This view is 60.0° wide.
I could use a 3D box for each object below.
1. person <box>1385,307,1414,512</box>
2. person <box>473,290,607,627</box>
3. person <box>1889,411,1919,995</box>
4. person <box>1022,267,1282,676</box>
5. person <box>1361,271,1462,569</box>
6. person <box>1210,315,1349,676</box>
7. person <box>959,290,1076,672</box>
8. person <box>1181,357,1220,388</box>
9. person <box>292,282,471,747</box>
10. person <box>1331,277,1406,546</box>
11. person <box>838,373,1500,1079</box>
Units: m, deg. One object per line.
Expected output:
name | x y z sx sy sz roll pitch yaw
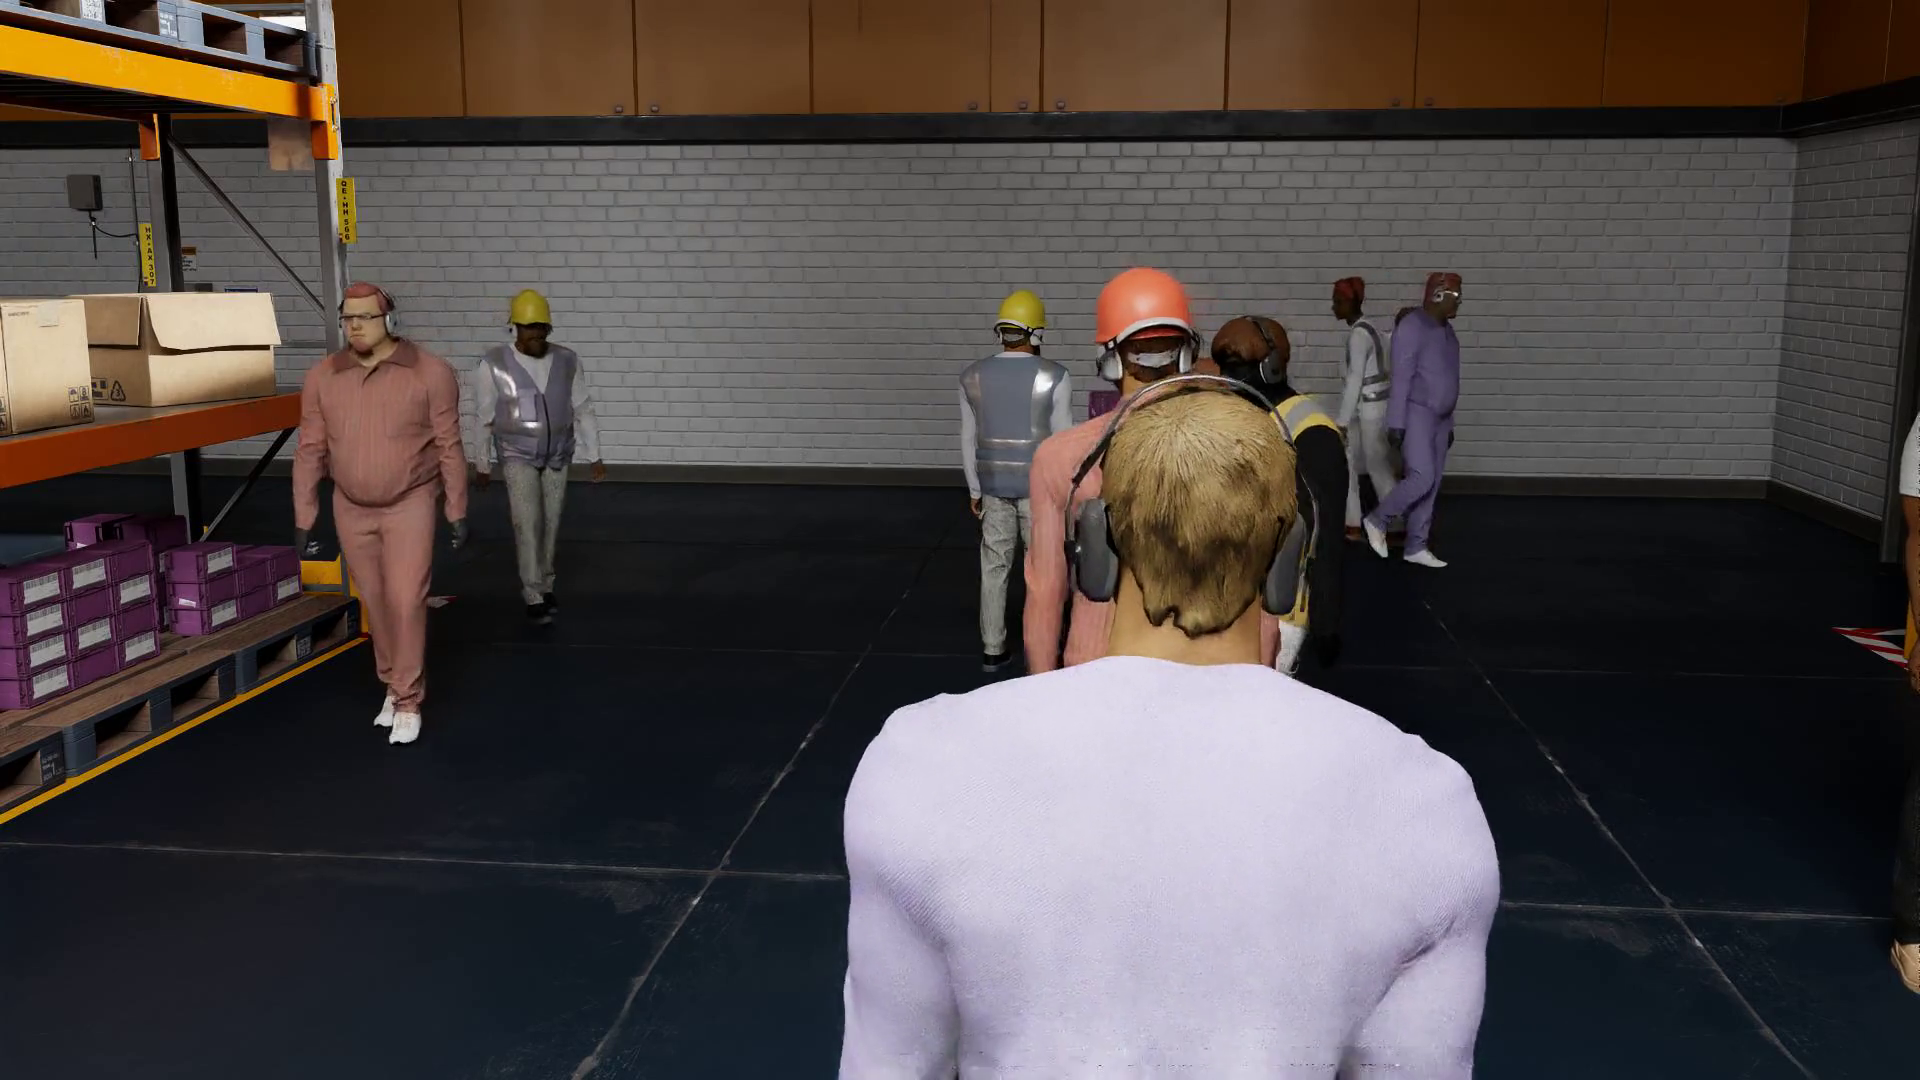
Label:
person | 3.317 -0.940 12.458 0.407 1.598 0.625 8 13 38
person | -2.262 -0.441 9.027 0.618 1.799 0.780 -7 12 -36
person | 2.897 0.238 4.448 0.682 2.000 0.536 0 10 0
person | 0.462 0.340 4.026 0.635 1.980 0.621 0 10 0
person | 2.927 -0.759 10.597 0.676 1.885 0.489 -10 14 -44
person | 0.903 0.210 5.238 0.497 1.825 0.637 -3 10 -18
person | 0.296 -0.262 7.909 0.588 1.833 0.404 4 11 24
person | 0.924 0.125 6.295 0.497 1.626 0.288 1 10 3
person | -2.414 -0.101 6.823 0.683 1.878 0.788 0 10 2
person | 2.748 -0.858 11.296 0.699 1.834 0.598 2 10 11
person | 0.190 0.786 1.697 0.634 1.912 0.858 -1 10 -3
